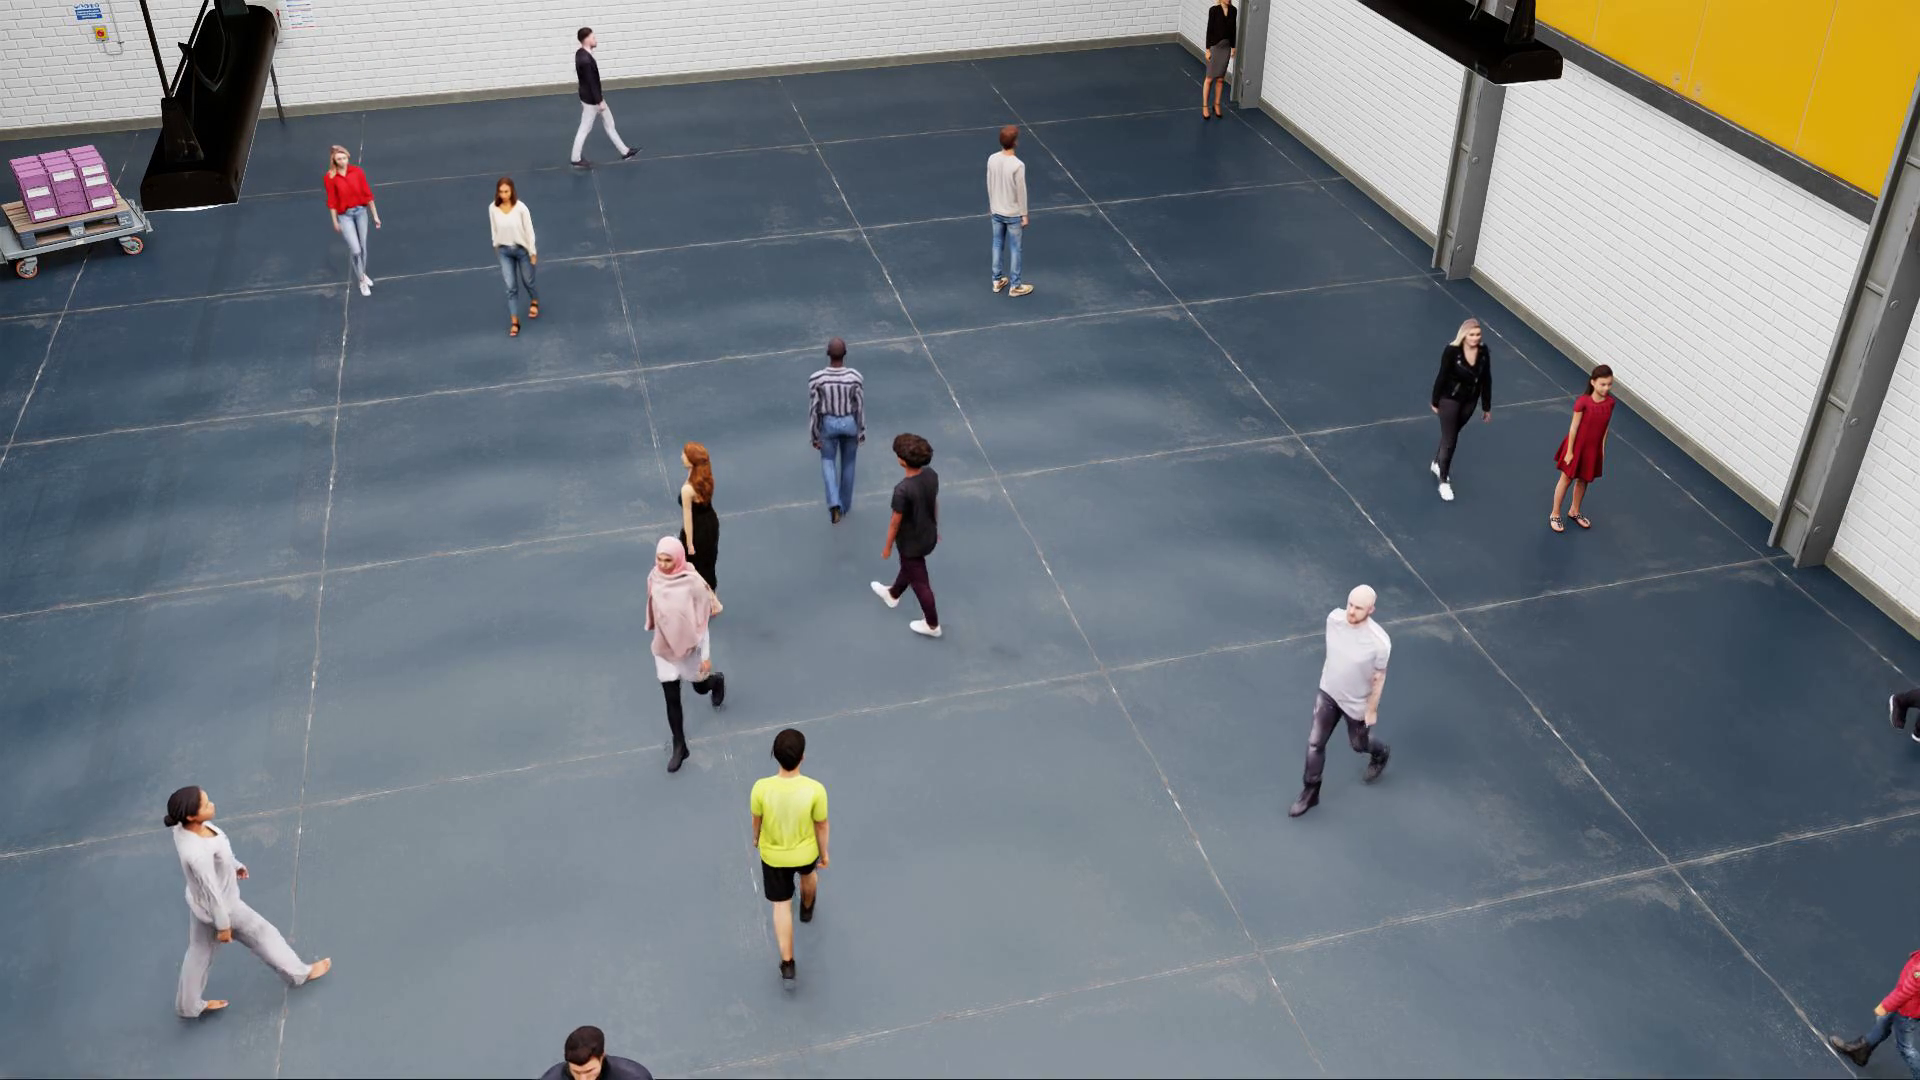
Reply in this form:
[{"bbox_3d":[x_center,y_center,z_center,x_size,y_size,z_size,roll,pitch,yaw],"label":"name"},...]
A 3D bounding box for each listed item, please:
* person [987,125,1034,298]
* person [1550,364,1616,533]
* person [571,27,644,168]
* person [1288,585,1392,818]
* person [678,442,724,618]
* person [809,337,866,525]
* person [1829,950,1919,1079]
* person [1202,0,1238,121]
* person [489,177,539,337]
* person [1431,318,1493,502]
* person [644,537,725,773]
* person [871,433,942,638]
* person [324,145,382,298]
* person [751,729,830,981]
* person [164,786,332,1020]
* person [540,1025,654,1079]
[{"bbox_3d":[0.522,-3.600,18.206,0.737,1.904,0.829,24,41,32],"label":"person"},{"bbox_3d":[5.384,-0.815,14.332,0.530,1.554,0.593,-8,34,-11],"label":"person"},{"bbox_3d":[-4.833,-5.629,21.359,0.776,1.793,1.107,-7,34,-11],"label":"person"},{"bbox_3d":[2.706,1.037,11.317,1.069,1.807,1.220,-26,42,-34],"label":"person"},{"bbox_3d":[-1.973,-0.035,13.106,0.786,1.612,0.726,14,36,19],"label":"person"},{"bbox_3d":[-1.022,-0.875,14.218,0.712,1.780,0.854,-3,34,-5],"label":"person"},{"bbox_3d":[5.407,2.661,9.340,0.775,1.291,0.959,-28,43,-36],"label":"person"},{"bbox_3d":[3.566,-6.733,22.975,0.612,1.842,0.556,-11,35,-16],"label":"person"},{"bbox_3d":[-4.680,-3.070,17.632,0.812,1.656,0.998,2,34,3],"label":"person"},{"bbox_3d":[4.425,-1.265,14.911,0.640,1.662,0.862,-8,34,-12],"label":"person"},{"bbox_3d":[-1.926,0.727,11.809,0.973,1.779,1.209,8,34,12],"label":"person"},{"bbox_3d":[-0.280,0.001,12.925,1.100,1.751,1.026,19,38,26],"label":"person"},{"bbox_3d":[-6.734,-3.584,18.380,0.808,1.684,0.903,-27,42,-34],"label":"person"},{"bbox_3d":[-1.038,1.920,10.106,0.707,1.677,1.096,-5,34,-7],"label":"person"},{"bbox_3d":[-4.439,2.151,9.740,0.987,1.698,1.155,-21,39,-29],"label":"person"},{"bbox_3d":[-1.775,2.996,8.312,0.943,1.870,1.271,-1,34,-2],"label":"person"}]
